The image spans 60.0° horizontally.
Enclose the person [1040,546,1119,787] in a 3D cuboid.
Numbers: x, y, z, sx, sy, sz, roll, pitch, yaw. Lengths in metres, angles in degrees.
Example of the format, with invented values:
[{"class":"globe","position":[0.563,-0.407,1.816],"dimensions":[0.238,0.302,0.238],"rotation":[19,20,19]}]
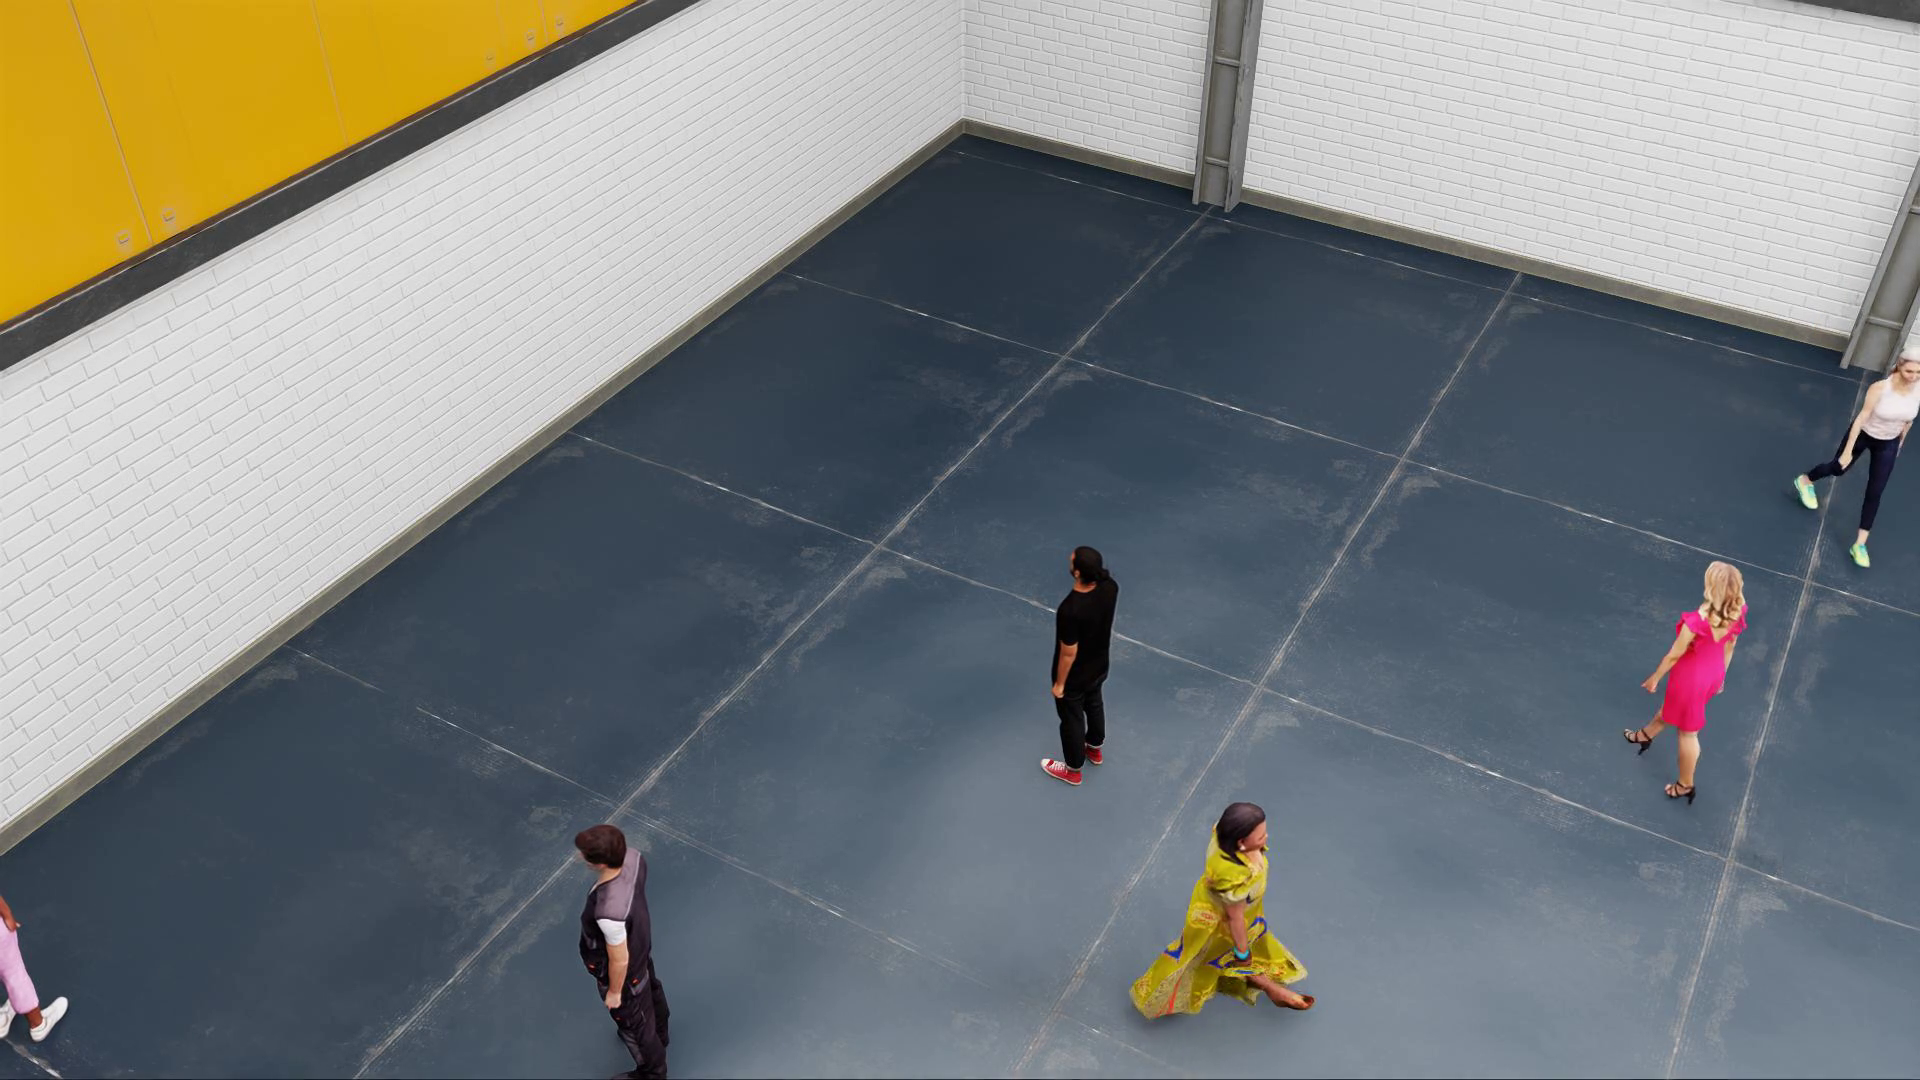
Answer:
[{"class":"person","position":[0.730,0.746,9.988],"dimensions":[0.611,1.758,0.672],"rotation":[28,46,30]}]

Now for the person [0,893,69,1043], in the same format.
[{"class":"person","position":[-5.064,1.944,8.501],"dimensions":[0.597,1.741,0.706],"rotation":[0,39,0]}]

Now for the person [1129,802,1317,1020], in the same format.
[{"class":"person","position":[1.274,1.958,8.598],"dimensions":[1.337,1.598,1.029],"rotation":[6,39,8]}]

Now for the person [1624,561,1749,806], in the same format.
[{"class":"person","position":[4.416,0.891,9.850],"dimensions":[0.863,1.703,0.979],"rotation":[-16,41,-19]}]

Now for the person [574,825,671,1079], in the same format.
[{"class":"person","position":[-1.658,2.060,8.269],"dimensions":[0.747,1.849,0.741],"rotation":[0,39,0]}]

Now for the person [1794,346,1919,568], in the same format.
[{"class":"person","position":[6.475,-0.739,11.927],"dimensions":[1.231,1.658,1.126],"rotation":[-3,39,-4]}]
